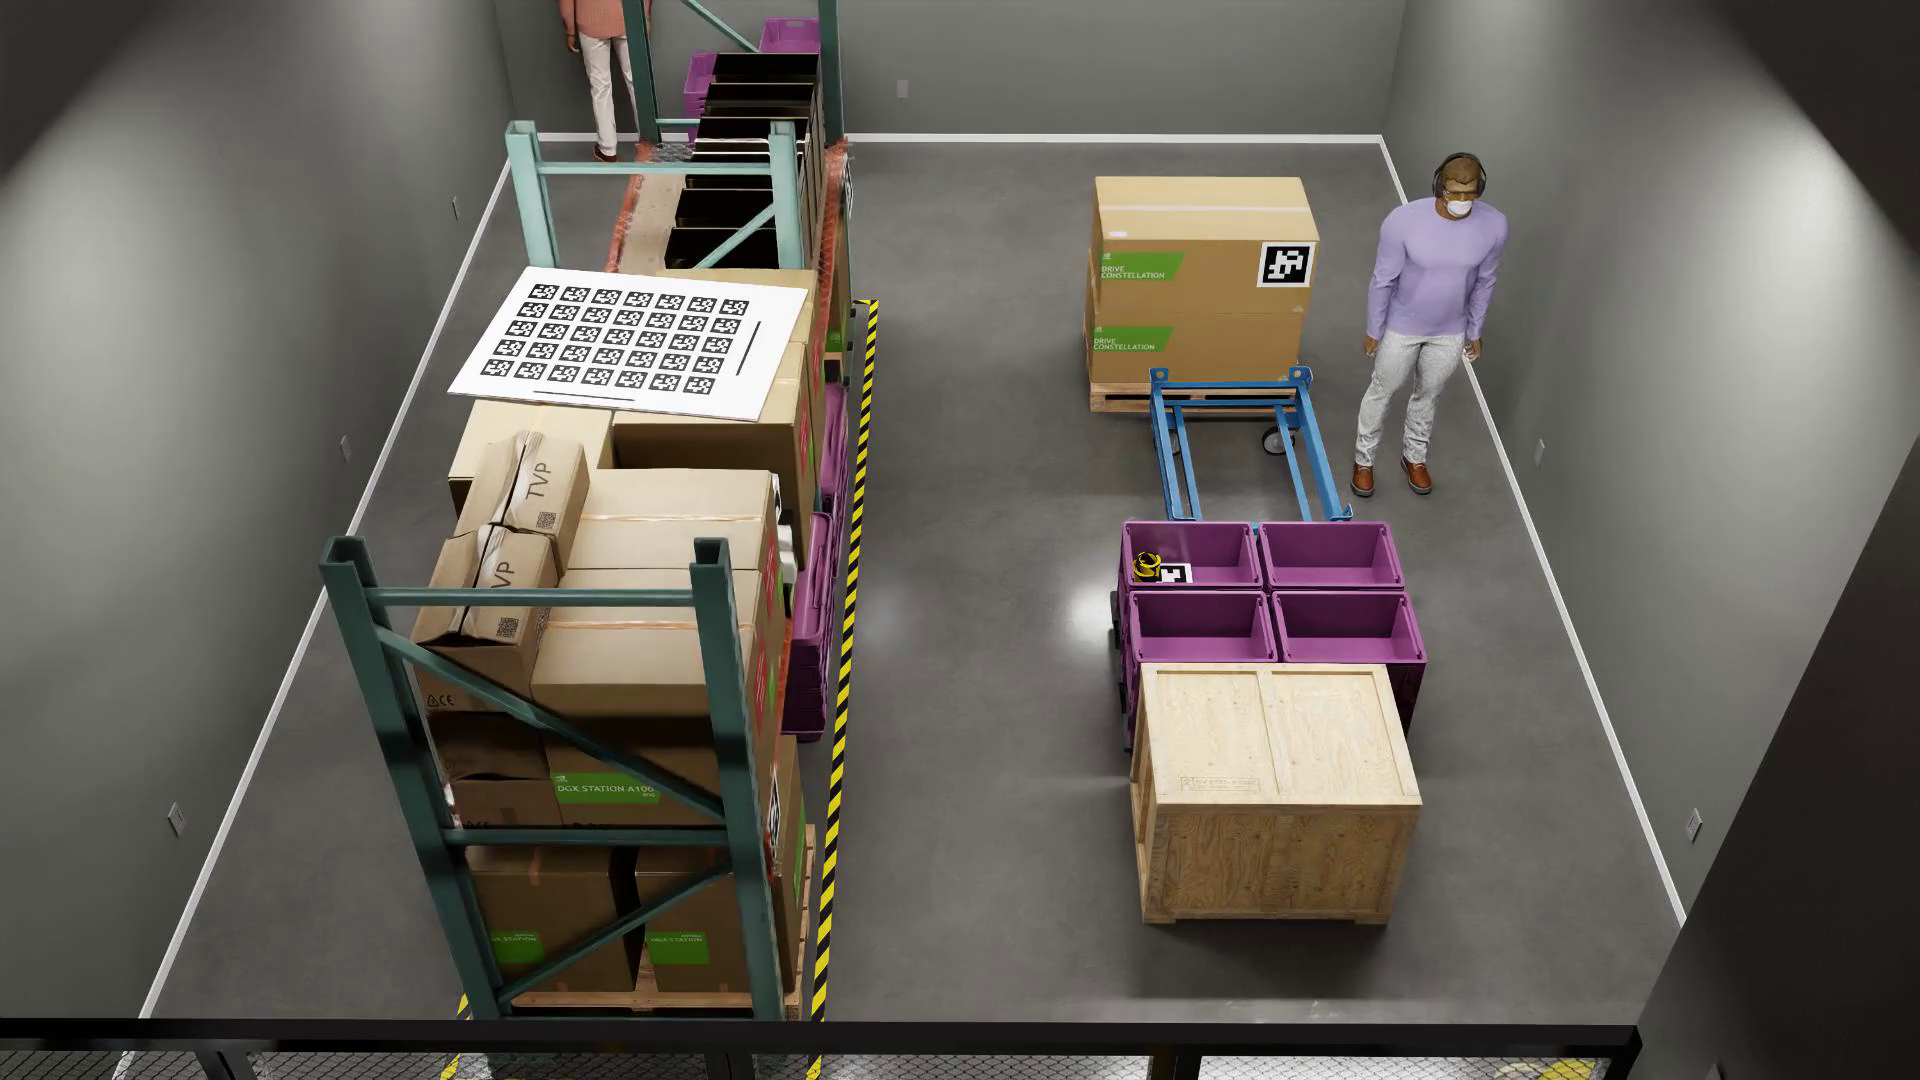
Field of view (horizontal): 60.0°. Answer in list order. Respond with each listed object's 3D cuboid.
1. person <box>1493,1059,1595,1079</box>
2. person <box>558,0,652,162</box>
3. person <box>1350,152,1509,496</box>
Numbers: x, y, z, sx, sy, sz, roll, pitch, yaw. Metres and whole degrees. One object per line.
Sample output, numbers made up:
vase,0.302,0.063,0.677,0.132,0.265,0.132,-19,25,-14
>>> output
person,1.609,2.064,4.837,0.404,1.835,0.587,6,42,7
person,-2.329,-3.422,10.974,0.612,1.995,0.378,-16,44,-18
person,2.329,-1.060,8.324,0.627,1.938,0.371,-1,41,-1
